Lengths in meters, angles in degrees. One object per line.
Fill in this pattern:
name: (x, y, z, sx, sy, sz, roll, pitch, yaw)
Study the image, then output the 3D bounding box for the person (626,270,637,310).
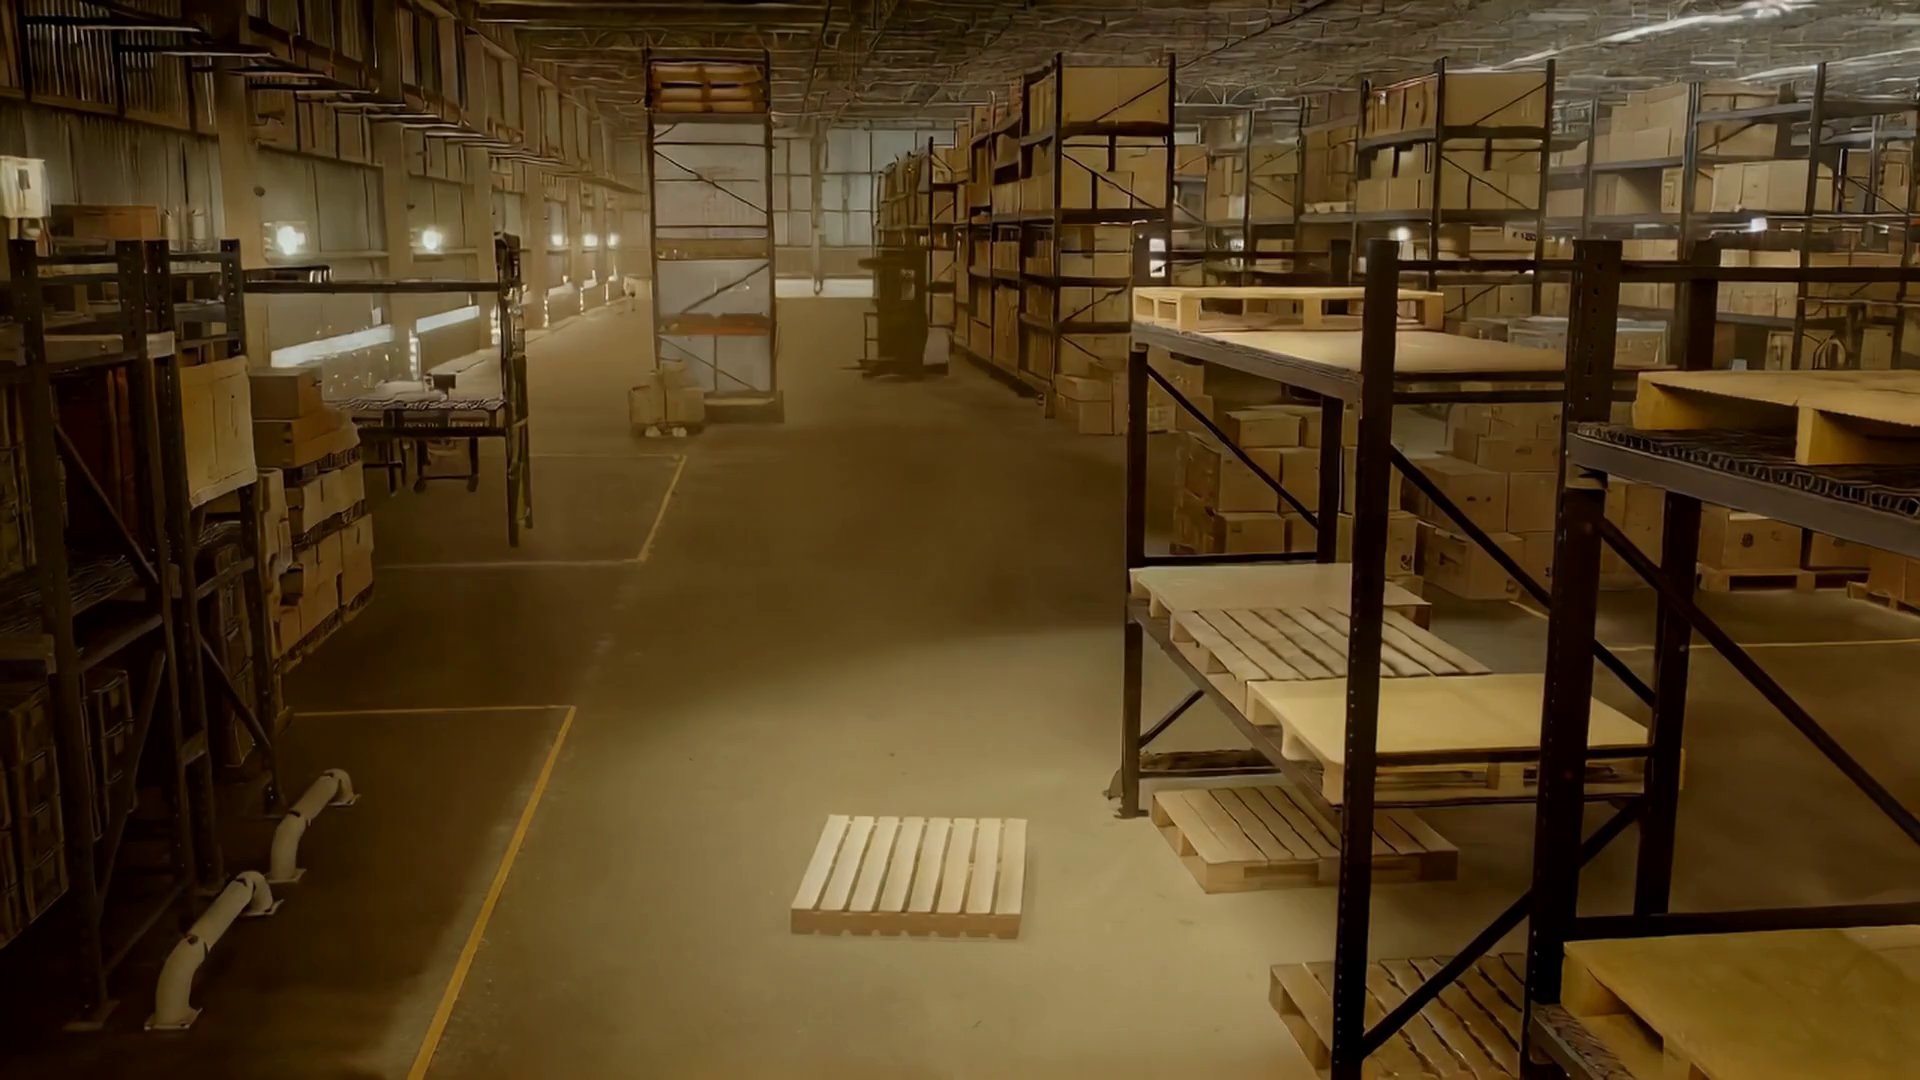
person: (-14.194, -10.796, 71.938, 0.483, 1.735, 0.340, -7, 12, -35)

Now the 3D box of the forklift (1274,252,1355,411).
forklift: (6.315, -3.606, 28.912, 1.129, 2.768, 1.873, -1, 10, -6)

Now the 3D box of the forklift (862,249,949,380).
forklift: (-1.155, -4.965, 36.445, 1.129, 2.768, 1.873, 7, 12, 34)

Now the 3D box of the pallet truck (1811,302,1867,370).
pallet truck: (15.846, -3.142, 28.793, 1.885, 1.965, 0.823, 2, 10, 12)

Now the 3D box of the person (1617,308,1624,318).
person: (11.592, -3.186, 29.477, 0.430, 1.840, 0.626, -10, 14, -44)

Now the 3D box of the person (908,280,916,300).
person: (-1.313, -6.772, 49.258, 0.715, 1.863, 0.736, 4, 11, 21)

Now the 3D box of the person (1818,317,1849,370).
person: (12.846, -2.335, 24.569, 0.386, 1.911, 0.593, 6, 12, 30)

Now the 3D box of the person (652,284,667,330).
person: (-10.163, -8.035, 56.396, 0.576, 1.820, 0.728, -3, 11, -14)
